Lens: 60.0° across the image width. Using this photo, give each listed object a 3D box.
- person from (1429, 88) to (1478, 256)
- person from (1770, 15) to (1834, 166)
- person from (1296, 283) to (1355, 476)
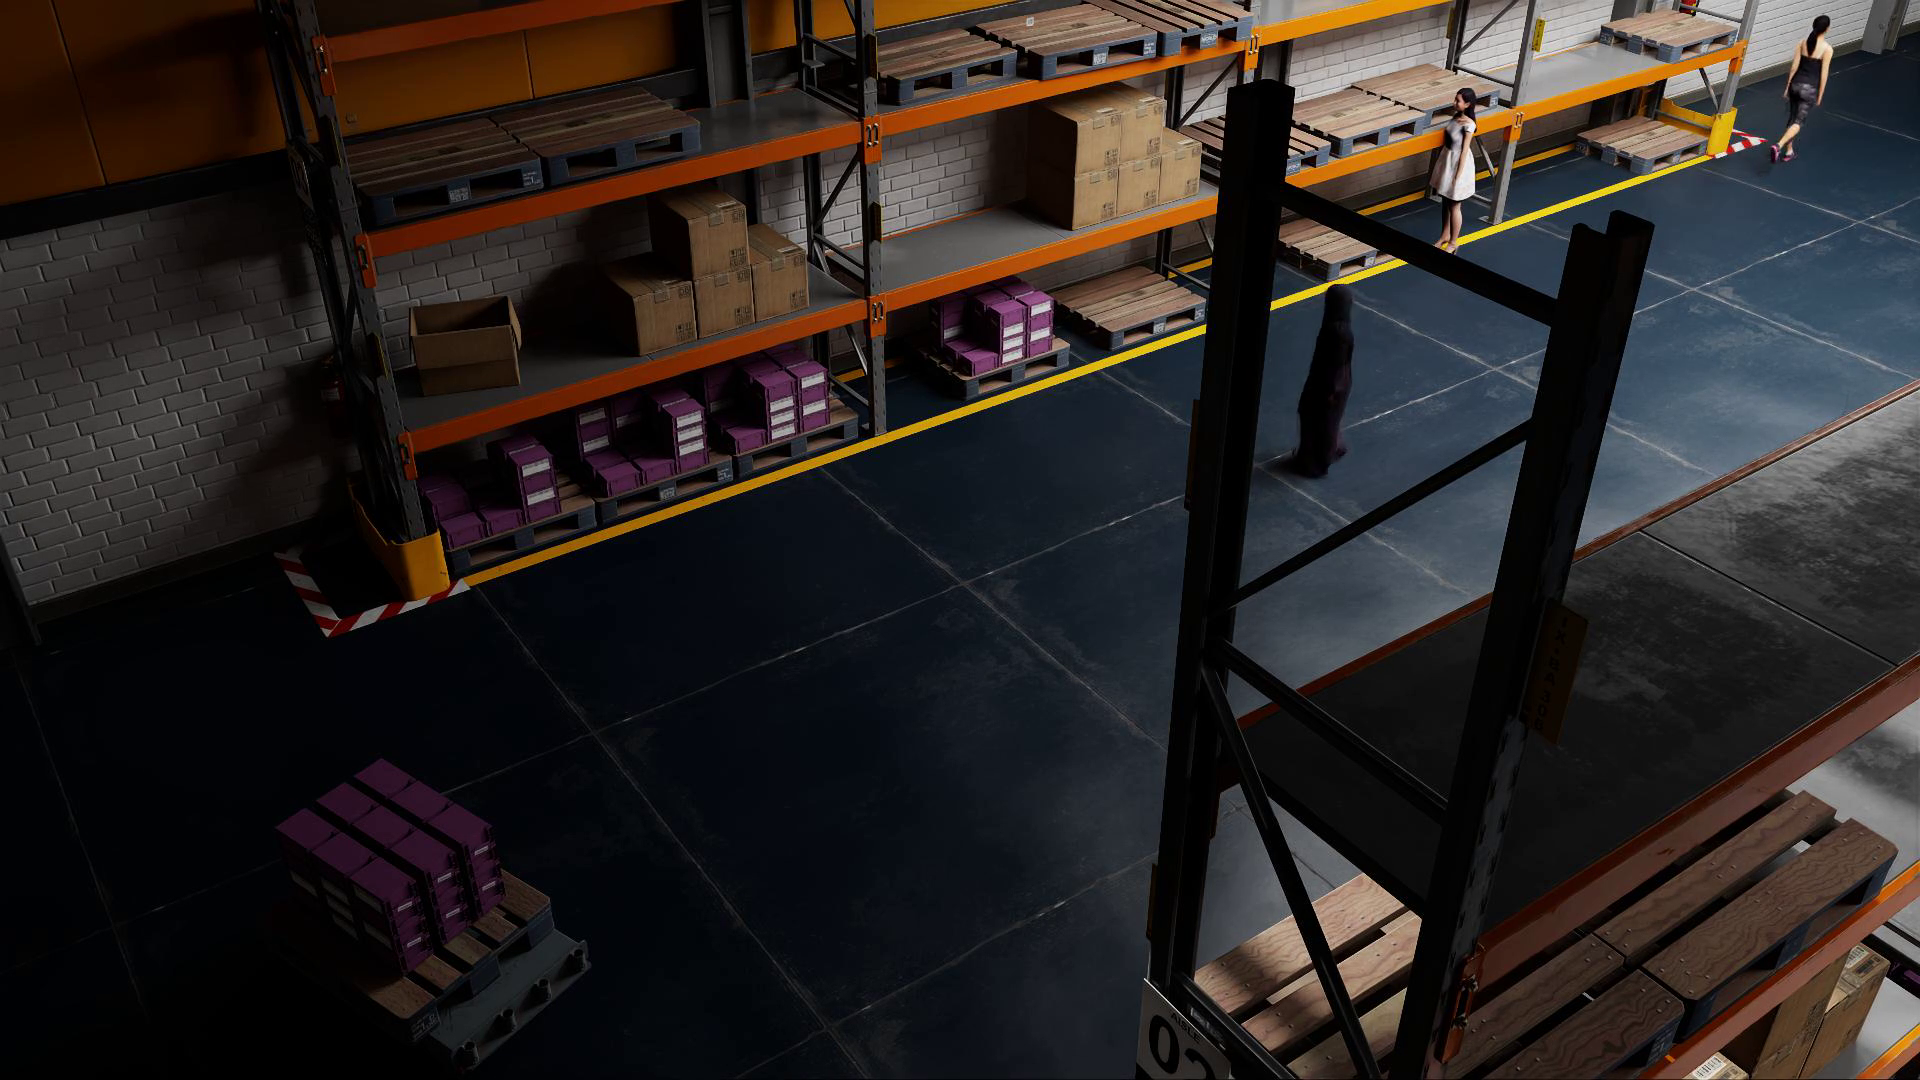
[{"bbox_3d":[5.061,-3.763,17.027,0.794,1.769,0.774,-3,34,-5],"label":"person"},{"bbox_3d":[9.665,-5.137,19.147,1.000,1.710,0.627,-25,41,-33],"label":"person"},{"bbox_3d":[2.991,-1.279,13.444,0.861,1.598,0.813,-9,35,-13],"label":"person"}]
